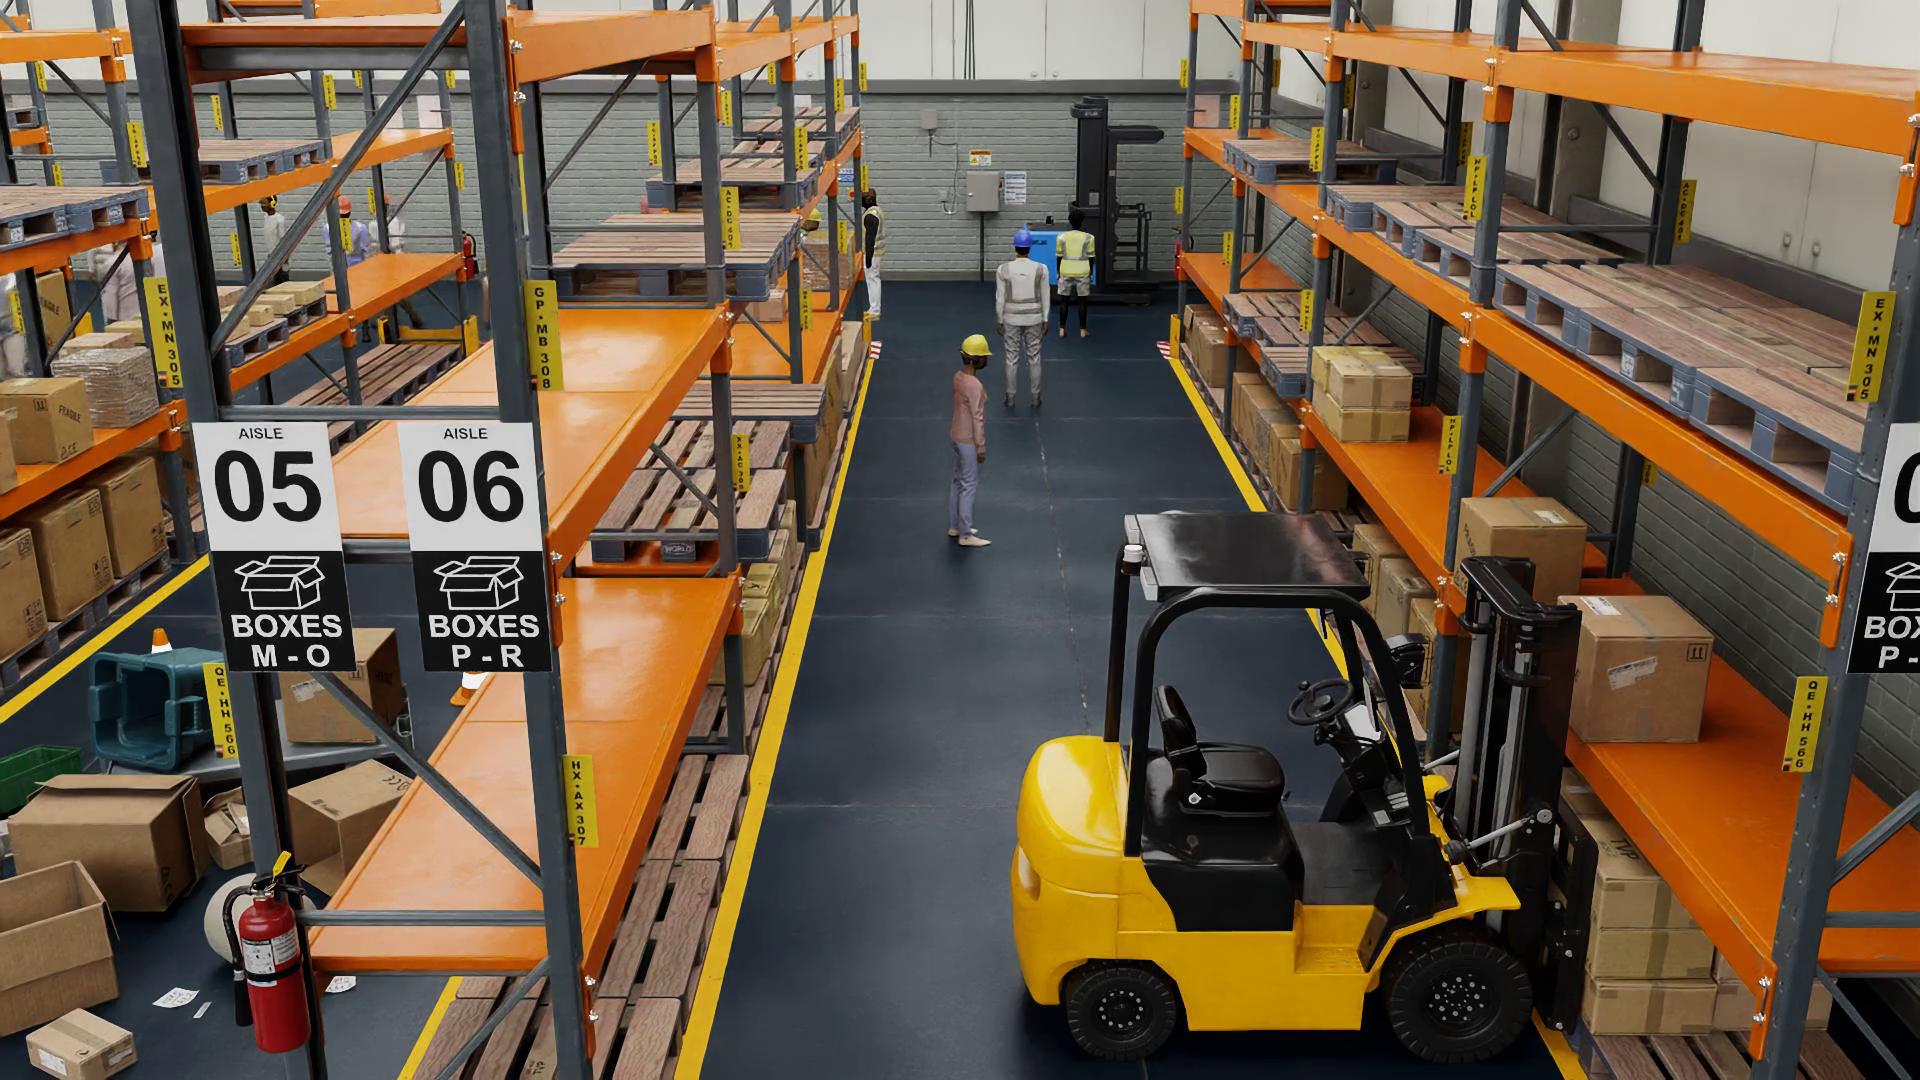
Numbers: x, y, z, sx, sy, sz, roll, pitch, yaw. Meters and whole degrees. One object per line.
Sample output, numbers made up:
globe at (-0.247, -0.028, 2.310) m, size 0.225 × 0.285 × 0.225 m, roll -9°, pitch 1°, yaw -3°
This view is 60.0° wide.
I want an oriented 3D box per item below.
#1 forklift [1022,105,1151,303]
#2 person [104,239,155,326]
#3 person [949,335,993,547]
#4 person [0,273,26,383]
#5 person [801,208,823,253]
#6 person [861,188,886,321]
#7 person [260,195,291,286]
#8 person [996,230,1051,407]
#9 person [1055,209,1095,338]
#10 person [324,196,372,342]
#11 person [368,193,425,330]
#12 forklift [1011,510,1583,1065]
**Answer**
forklift at (1.857, -4.944, 24.441) m, size 1.873 × 2.768 × 1.129 m, roll 0°, pitch 18°, yaw 0°
person at (-9.403, -2.598, 18.887) m, size 0.400 × 1.904 × 0.644 m, roll 6°, pitch 19°, yaw 18°
person at (0.099, -0.823, 13.743) m, size 0.344 × 1.760 × 0.527 m, roll -6°, pitch 19°, yaw -18°
person at (-10.071, -2.128, 17.418) m, size 0.627 × 1.921 × 0.723 m, roll -3°, pitch 18°, yaw -8°
person at (-1.943, -3.476, 21.804) m, size 0.325 × 1.732 × 0.489 m, roll -1°, pitch 18°, yaw -2°
person at (-1.251, -3.984, 23.186) m, size 0.429 × 1.837 × 0.627 m, roll 1°, pitch 18°, yaw 2°
person at (-9.266, -3.806, 22.606) m, size 0.510 × 1.862 × 0.323 m, roll 17°, pitch 25°, yaw 42°
person at (0.691, -2.422, 18.275) m, size 0.603 × 1.949 × 0.384 m, roll 0°, pitch 18°, yaw 0°
person at (1.519, -3.512, 21.978) m, size 0.536 × 1.691 × 0.319 m, roll 4°, pitch 19°, yaw 12°
person at (-7.924, -3.500, 21.593) m, size 0.543 × 1.920 × 0.417 m, roll -3°, pitch 19°, yaw -9°
person at (-7.587, -3.714, 22.275) m, size 0.958 × 1.898 × 0.570 m, roll 7°, pitch 20°, yaw 21°
forklift at (1.387, 1.055, 7.378) m, size 2.313 × 2.155 × 1.214 m, roll 0°, pitch 18°, yaw 0°
